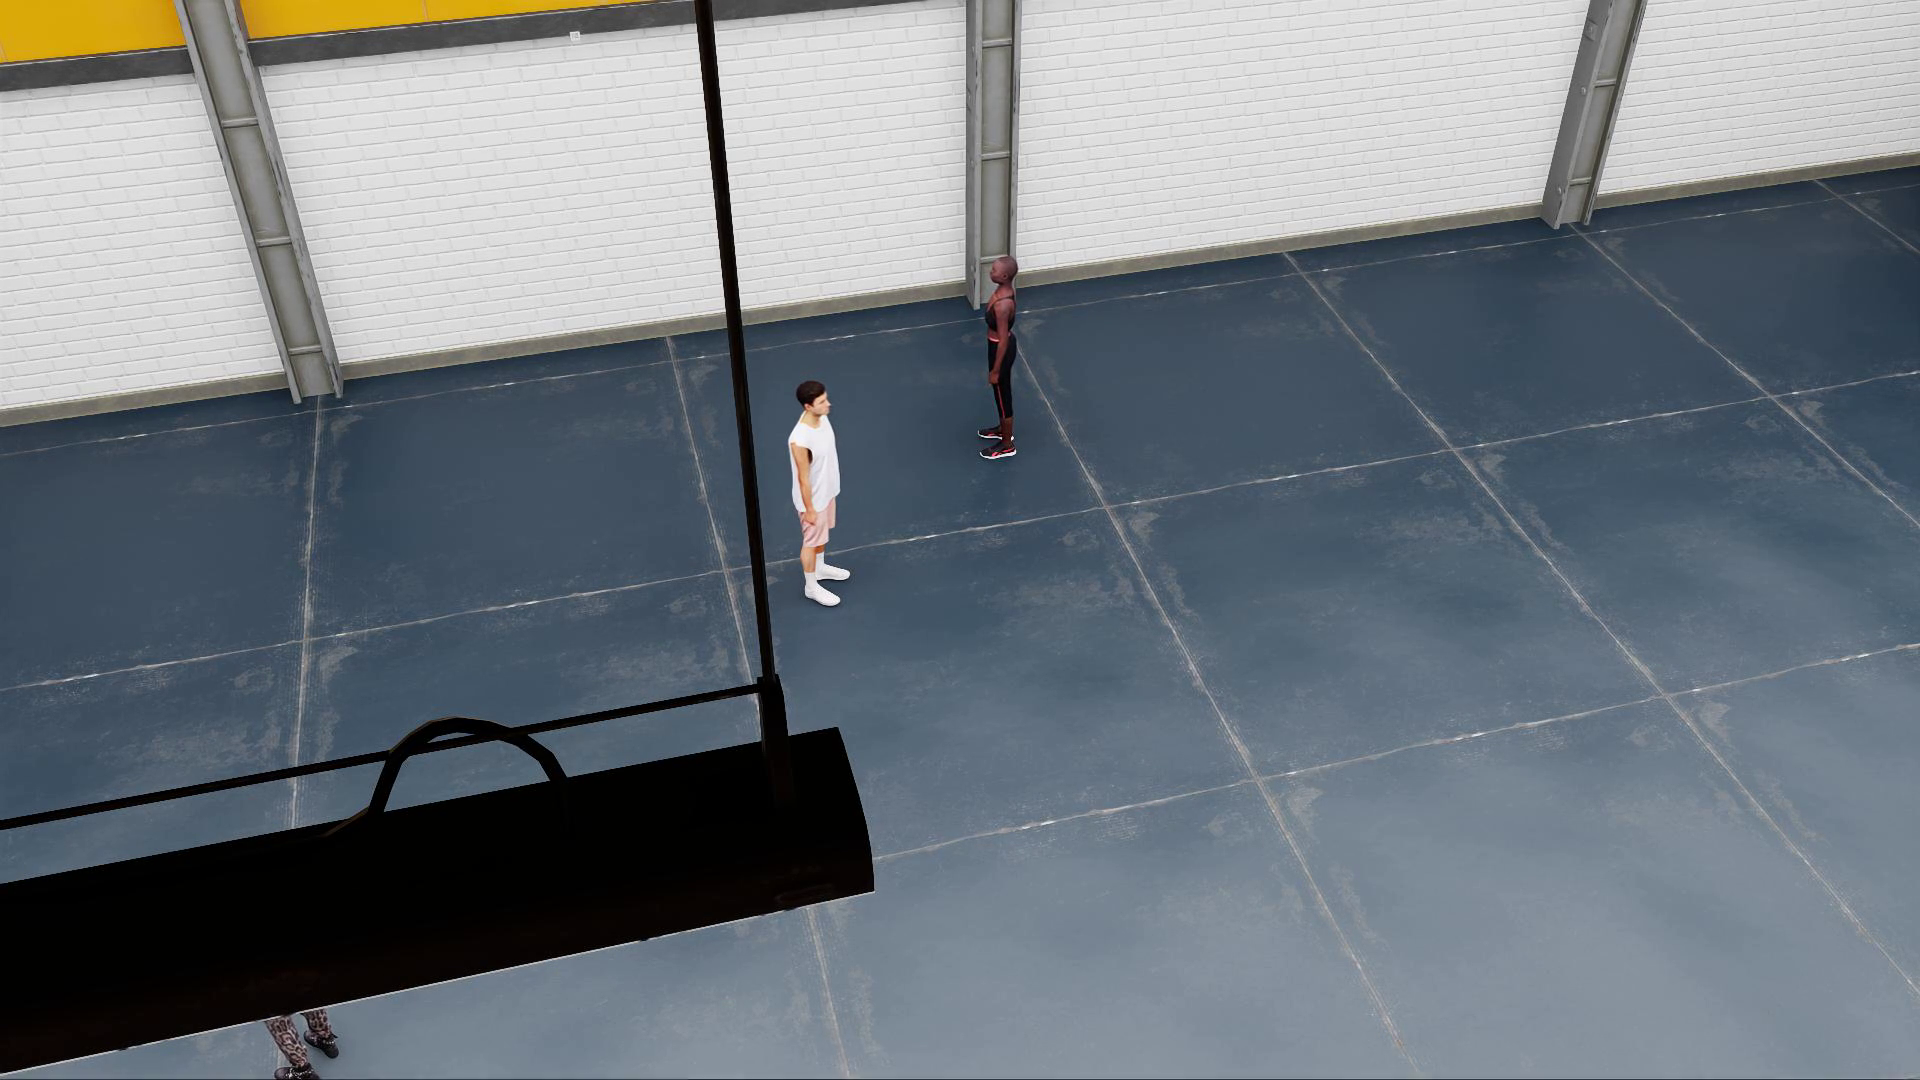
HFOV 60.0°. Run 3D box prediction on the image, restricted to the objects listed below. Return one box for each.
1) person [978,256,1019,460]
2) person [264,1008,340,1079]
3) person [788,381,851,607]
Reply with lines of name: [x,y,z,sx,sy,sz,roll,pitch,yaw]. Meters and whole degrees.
person: [0.340,-1.453,13.100,0.610,1.757,0.630,0,39,0]
person: [-3.547,2.209,8.550,0.729,1.713,0.681,15,41,18]
person: [-1.025,-0.357,11.703,0.735,1.789,0.731,9,39,10]
